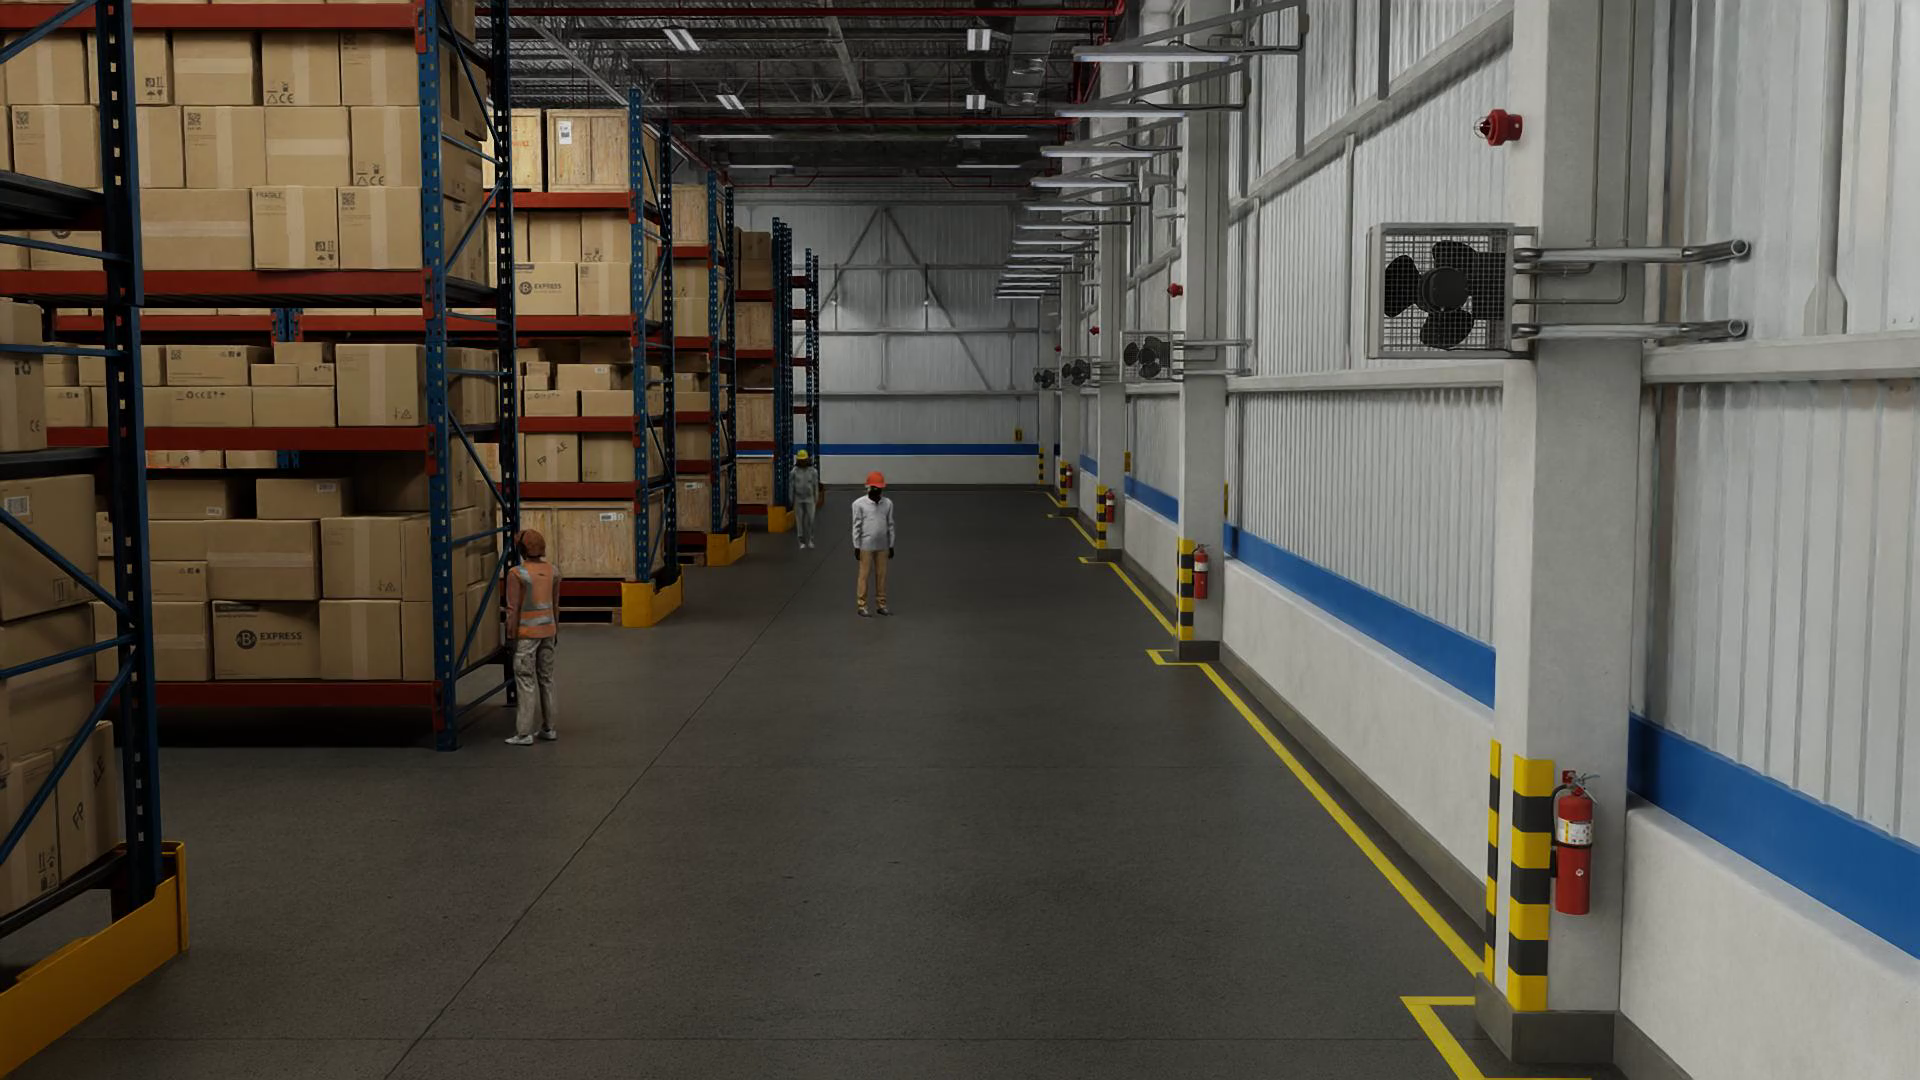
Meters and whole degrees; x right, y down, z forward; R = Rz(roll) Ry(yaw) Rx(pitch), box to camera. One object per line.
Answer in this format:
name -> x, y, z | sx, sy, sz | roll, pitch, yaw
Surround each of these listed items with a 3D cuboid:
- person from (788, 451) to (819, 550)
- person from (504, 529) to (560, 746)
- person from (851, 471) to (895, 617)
person -> -2.679, -0.669, 28.431 | 0.514, 1.701, 0.850 | 0, 5, -4
person -> -3.227, 0.733, 12.577 | 0.315, 1.631, 0.524 | 3, 6, 30
person -> -1.019, 0.052, 19.848 | 0.566, 1.744, 0.349 | -3, 6, -32
